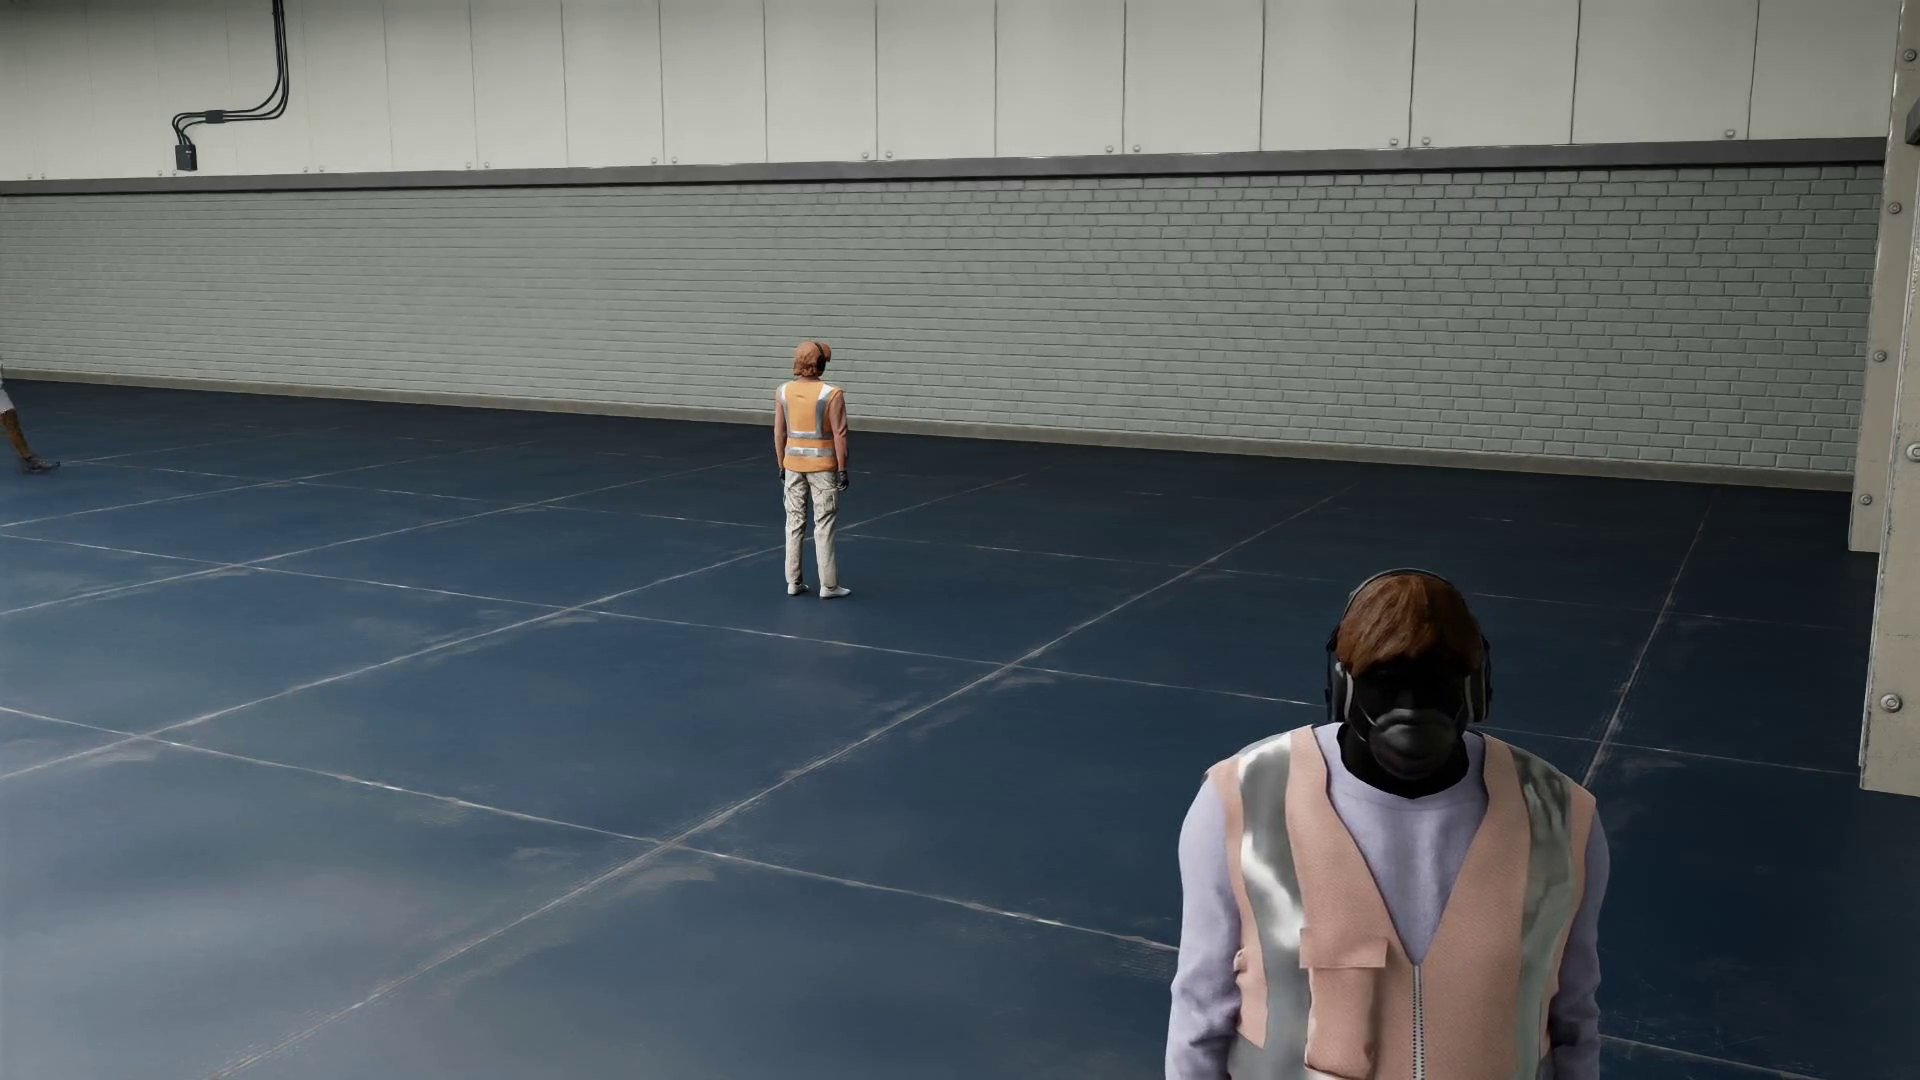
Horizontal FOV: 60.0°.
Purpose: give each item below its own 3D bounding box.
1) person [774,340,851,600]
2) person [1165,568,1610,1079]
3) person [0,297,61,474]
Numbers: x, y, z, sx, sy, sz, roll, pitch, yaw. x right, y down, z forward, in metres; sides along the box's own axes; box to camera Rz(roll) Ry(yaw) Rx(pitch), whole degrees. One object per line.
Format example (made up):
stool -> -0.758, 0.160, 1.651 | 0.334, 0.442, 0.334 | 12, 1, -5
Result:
person -> -0.937, -0.440, 10.539 | 0.523, 1.638, 0.310 | 5, 12, 26
person -> 0.612, 0.948, 2.422 | 0.627, 1.844, 0.429 | 1, 10, 3
person -> -9.237, -1.524, 15.795 | 1.014, 1.883, 0.567 | -3, 11, -15
